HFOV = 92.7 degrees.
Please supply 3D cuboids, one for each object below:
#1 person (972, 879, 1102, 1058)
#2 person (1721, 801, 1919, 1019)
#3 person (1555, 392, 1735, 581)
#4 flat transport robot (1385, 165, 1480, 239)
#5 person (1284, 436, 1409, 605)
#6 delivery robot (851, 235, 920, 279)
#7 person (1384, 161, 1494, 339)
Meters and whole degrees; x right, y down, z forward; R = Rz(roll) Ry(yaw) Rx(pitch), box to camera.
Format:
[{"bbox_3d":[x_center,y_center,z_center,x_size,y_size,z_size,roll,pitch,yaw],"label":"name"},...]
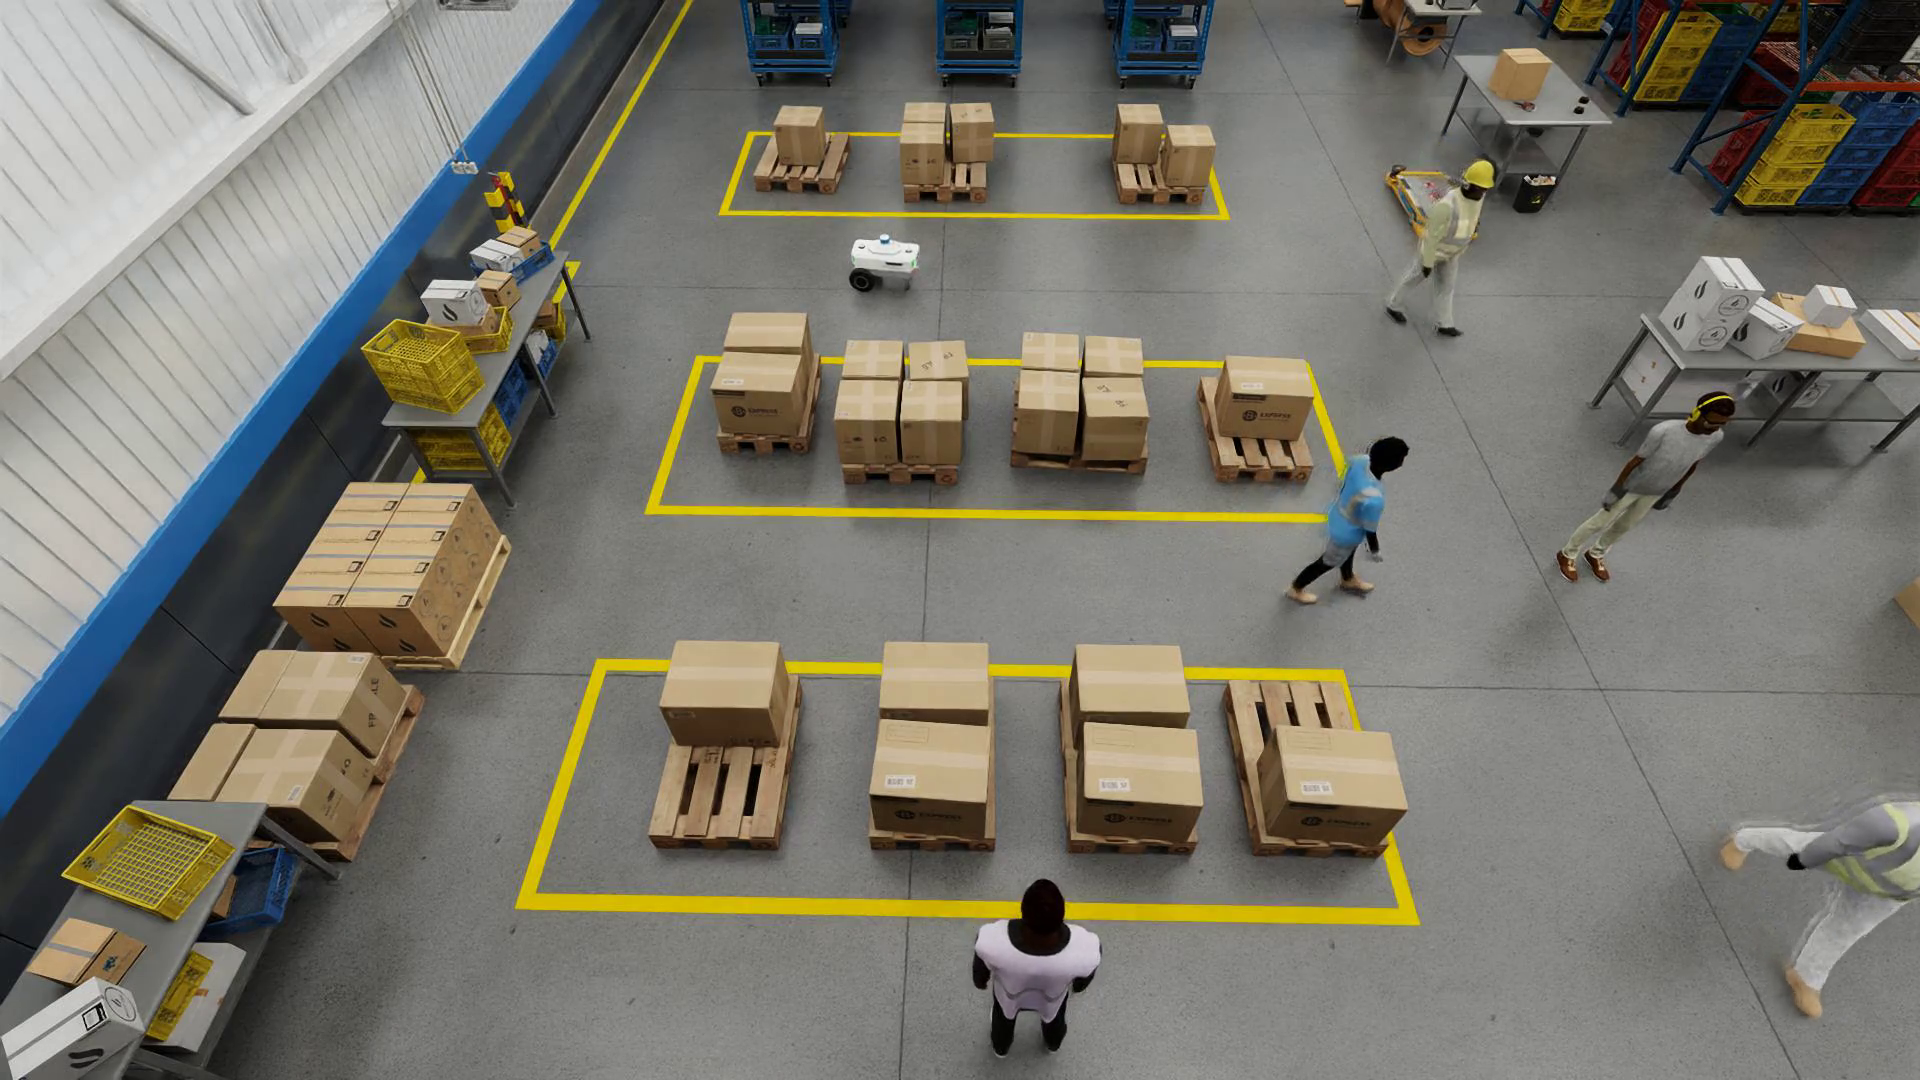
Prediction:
[{"bbox_3d":[0.353,2.190,4.545,0.588,1.908,0.386,3,49,3],"label":"person"},{"bbox_3d":[4.969,1.767,5.031,0.640,1.746,1.128,14,51,12],"label":"person"},{"bbox_3d":[5.068,-0.367,6.793,0.502,1.861,0.327,4,49,3],"label":"person"},{"bbox_3d":[5.692,-4.094,11.059,0.652,0.197,1.431,1,49,1],"label":"flat transport robot"},{"bbox_3d":[2.898,-0.086,6.669,0.684,1.663,0.552,10,50,8],"label":"person"},{"bbox_3d":[-0.799,-3.062,9.919,0.707,0.478,0.477,7,49,6],"label":"delivery robot"},{"bbox_3d":[4.780,-2.775,8.918,0.609,1.789,0.868,-21,52,-17],"label":"person"}]
